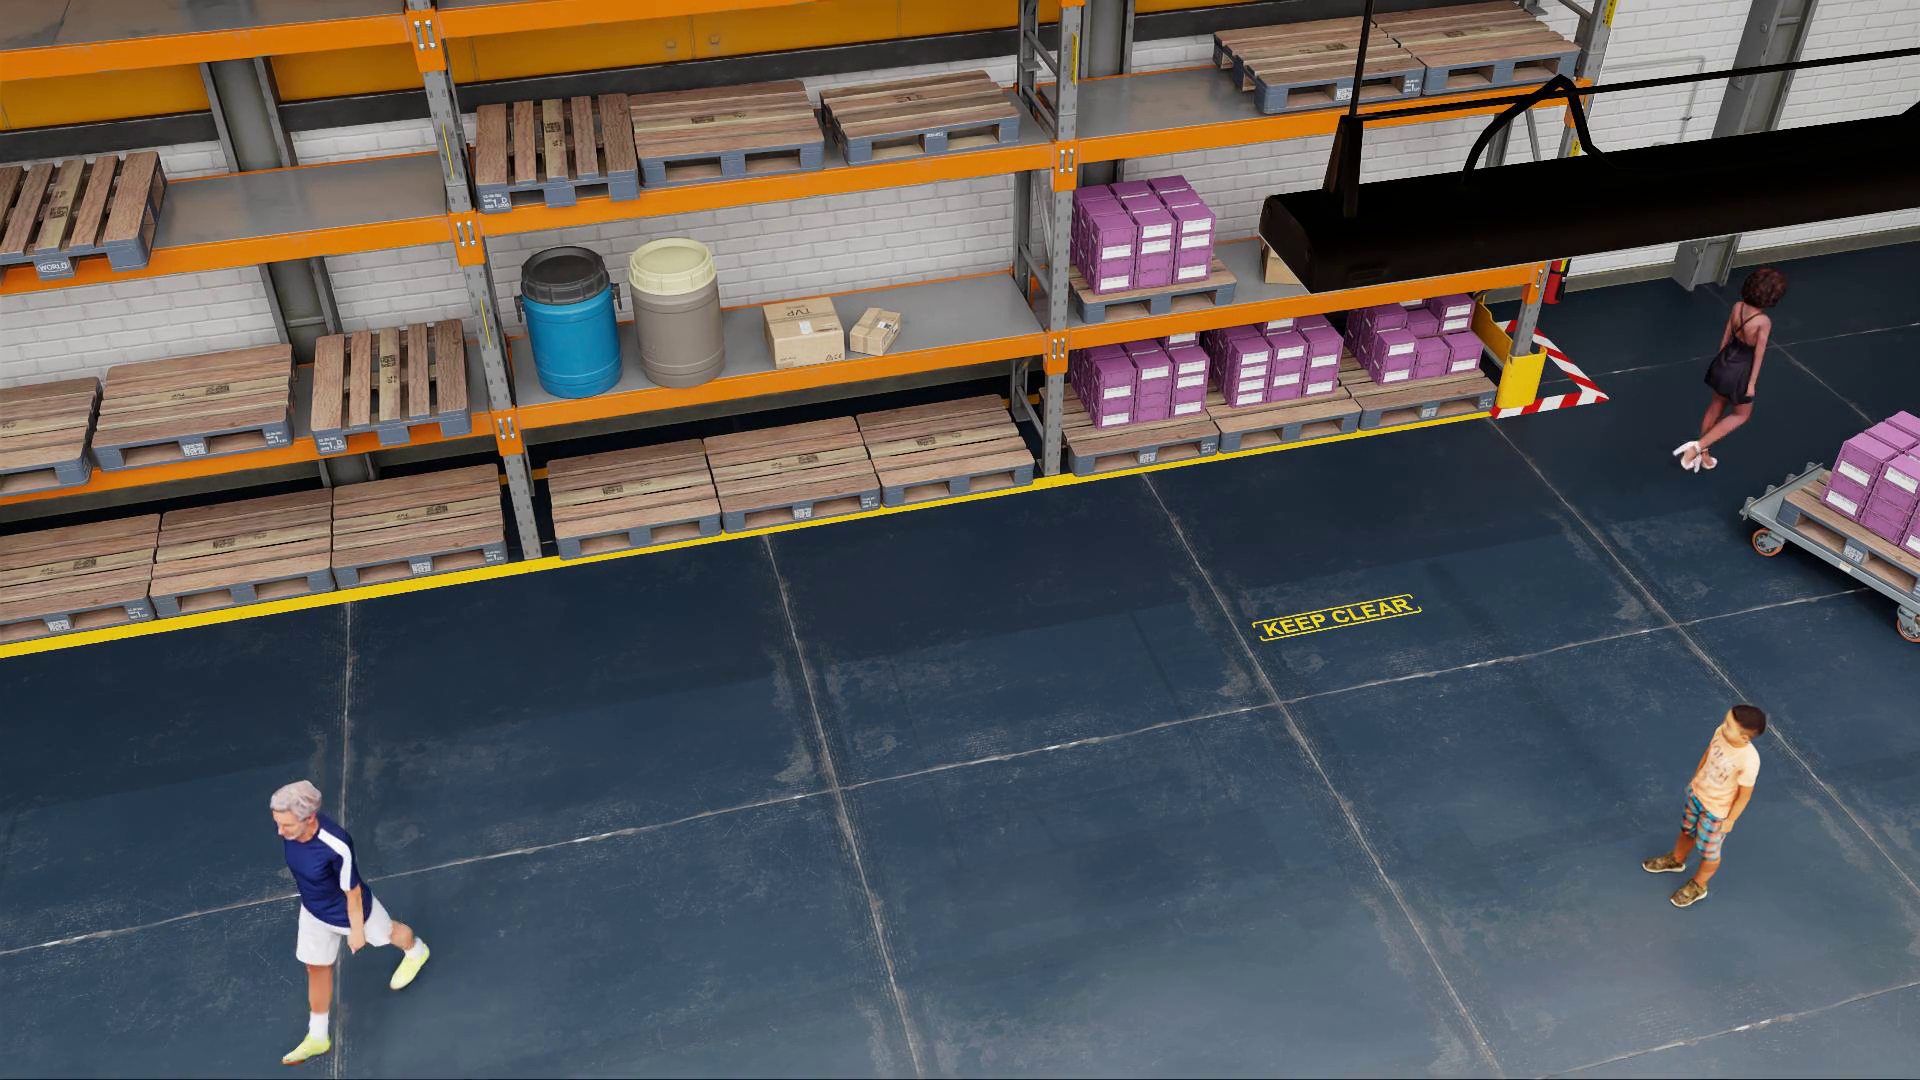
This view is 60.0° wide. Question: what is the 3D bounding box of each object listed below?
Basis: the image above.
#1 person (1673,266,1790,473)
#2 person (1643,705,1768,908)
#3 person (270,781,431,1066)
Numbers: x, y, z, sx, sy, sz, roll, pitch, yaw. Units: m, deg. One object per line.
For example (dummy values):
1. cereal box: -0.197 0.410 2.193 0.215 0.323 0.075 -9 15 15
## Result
1. person: 5.744 -1.220 12.511 0.755 1.775 0.588 -12 40 -14
2. person: 4.269 1.466 9.401 0.477 1.460 0.523 -8 39 -10
3. person: -3.168 1.848 8.666 1.197 1.780 1.215 17 42 20
